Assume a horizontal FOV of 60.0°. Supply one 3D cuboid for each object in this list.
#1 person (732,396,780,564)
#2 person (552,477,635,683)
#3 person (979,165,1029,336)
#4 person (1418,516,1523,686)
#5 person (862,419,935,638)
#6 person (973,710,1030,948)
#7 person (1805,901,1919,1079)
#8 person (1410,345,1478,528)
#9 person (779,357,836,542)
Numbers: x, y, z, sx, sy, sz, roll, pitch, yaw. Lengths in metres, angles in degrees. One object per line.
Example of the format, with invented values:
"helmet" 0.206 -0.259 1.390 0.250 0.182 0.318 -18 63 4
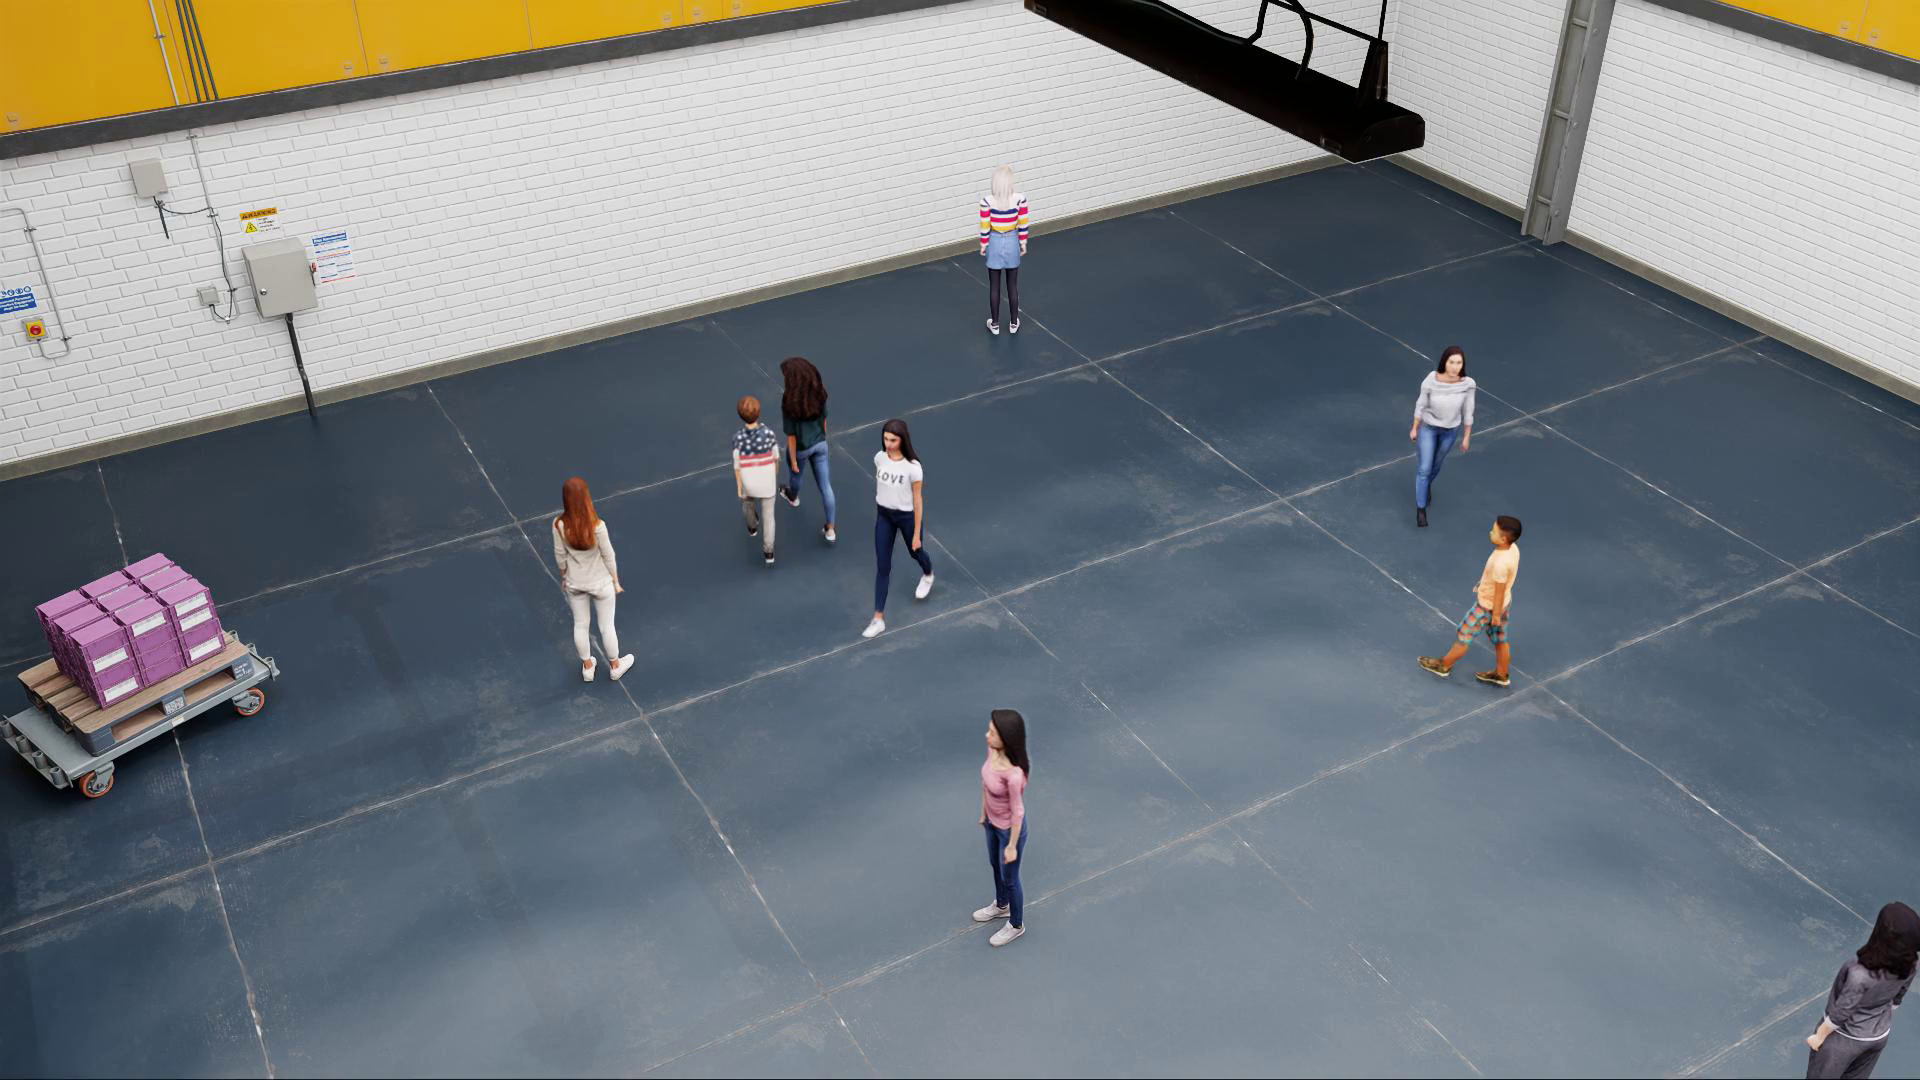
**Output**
"person" -1.643 -0.478 13.543 0.761 1.410 1.017 -4 34 -7
"person" -2.701 0.300 12.098 0.698 1.713 0.734 4 34 5
"person" 0.439 -2.960 16.918 0.725 1.808 0.688 -2 34 -3
"person" 3.948 0.471 12.091 0.963 1.438 0.802 18 38 25
"person" -0.405 -0.167 12.791 1.217 1.724 1.131 15 37 22
"person" 0.265 1.708 9.954 0.668 1.742 0.475 -12 36 -18
"person" 4.650 2.563 8.647 0.635 1.764 0.580 -10 35 -15
"person" 4.043 -0.944 14.085 0.981 1.585 1.109 4 34 6
"person" -1.224 -0.719 13.766 0.602 1.564 1.091 -16 37 -23
